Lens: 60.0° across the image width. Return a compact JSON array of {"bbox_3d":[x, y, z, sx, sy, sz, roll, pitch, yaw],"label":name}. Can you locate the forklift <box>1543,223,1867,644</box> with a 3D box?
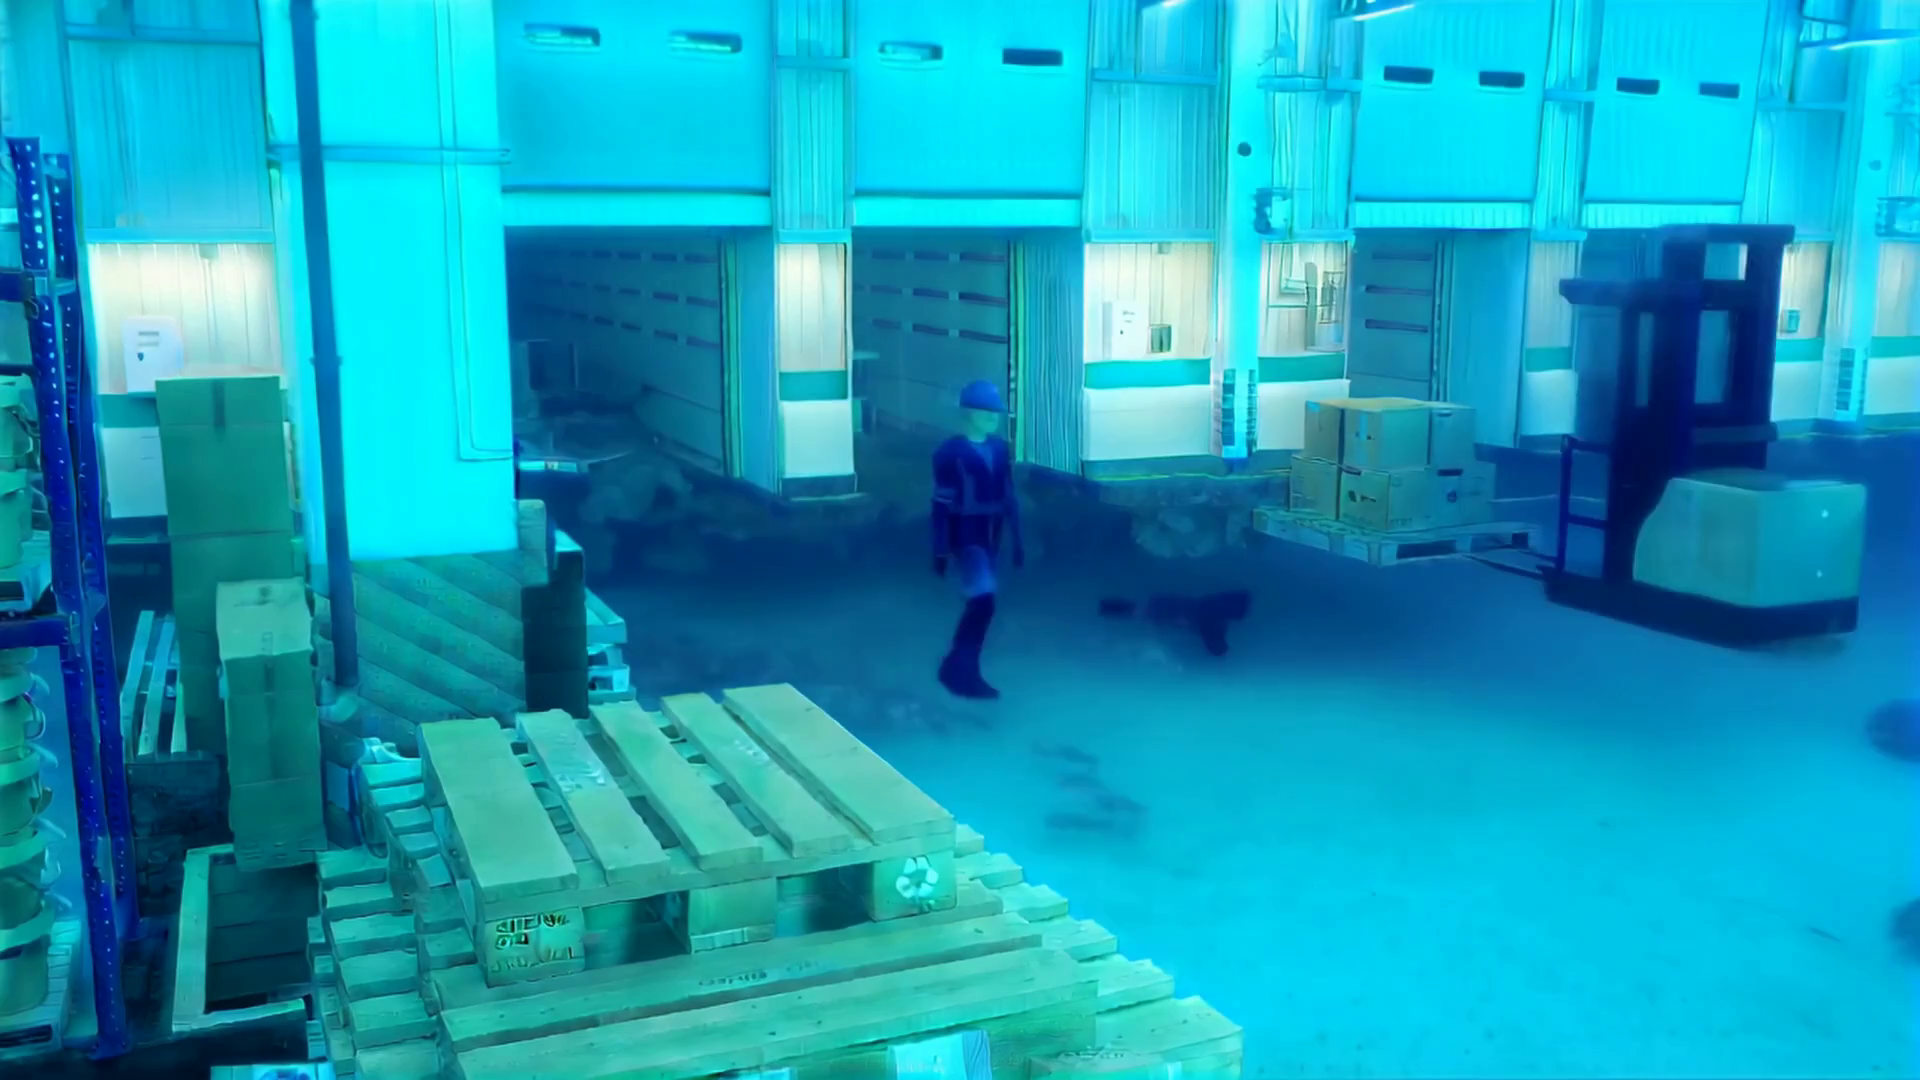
[{"bbox_3d":[5.296,-0.822,11.716,1.129,2.768,1.873,-4,11,-23],"label":"forklift"}]

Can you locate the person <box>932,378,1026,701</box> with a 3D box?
[{"bbox_3d":[0.128,0.006,9.794,0.399,1.921,0.550,9,13,39],"label":"person"}]
